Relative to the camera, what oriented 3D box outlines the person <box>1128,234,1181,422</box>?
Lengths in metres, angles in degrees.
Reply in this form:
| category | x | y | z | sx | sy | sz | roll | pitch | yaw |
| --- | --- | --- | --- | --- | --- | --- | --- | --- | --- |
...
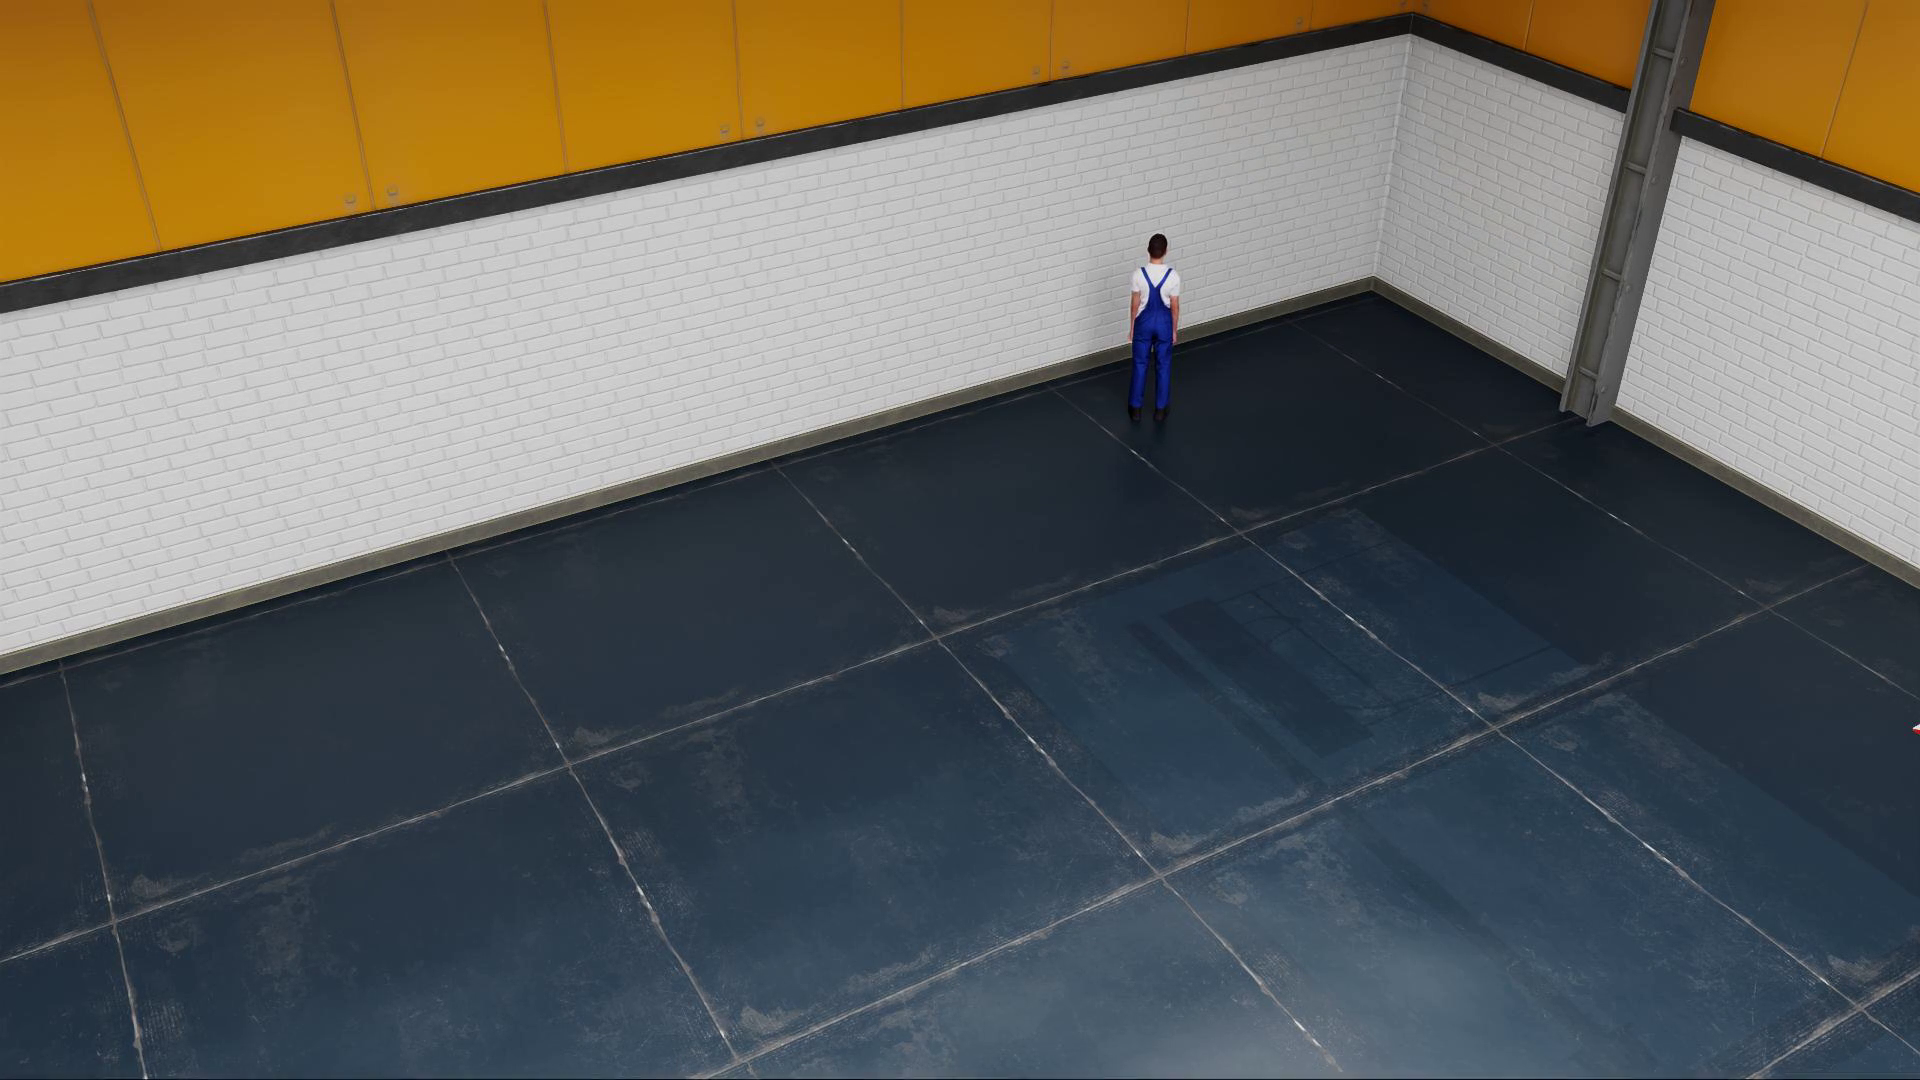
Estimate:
| category | x | y | z | sx | sy | sz | roll | pitch | yaw |
| --- | --- | --- | --- | --- | --- | --- | --- | --- | --- |
| person | 1.800 | -1.980 | 15.534 | 0.720 | 1.851 | 0.753 | 4 | 34 | 6 |
